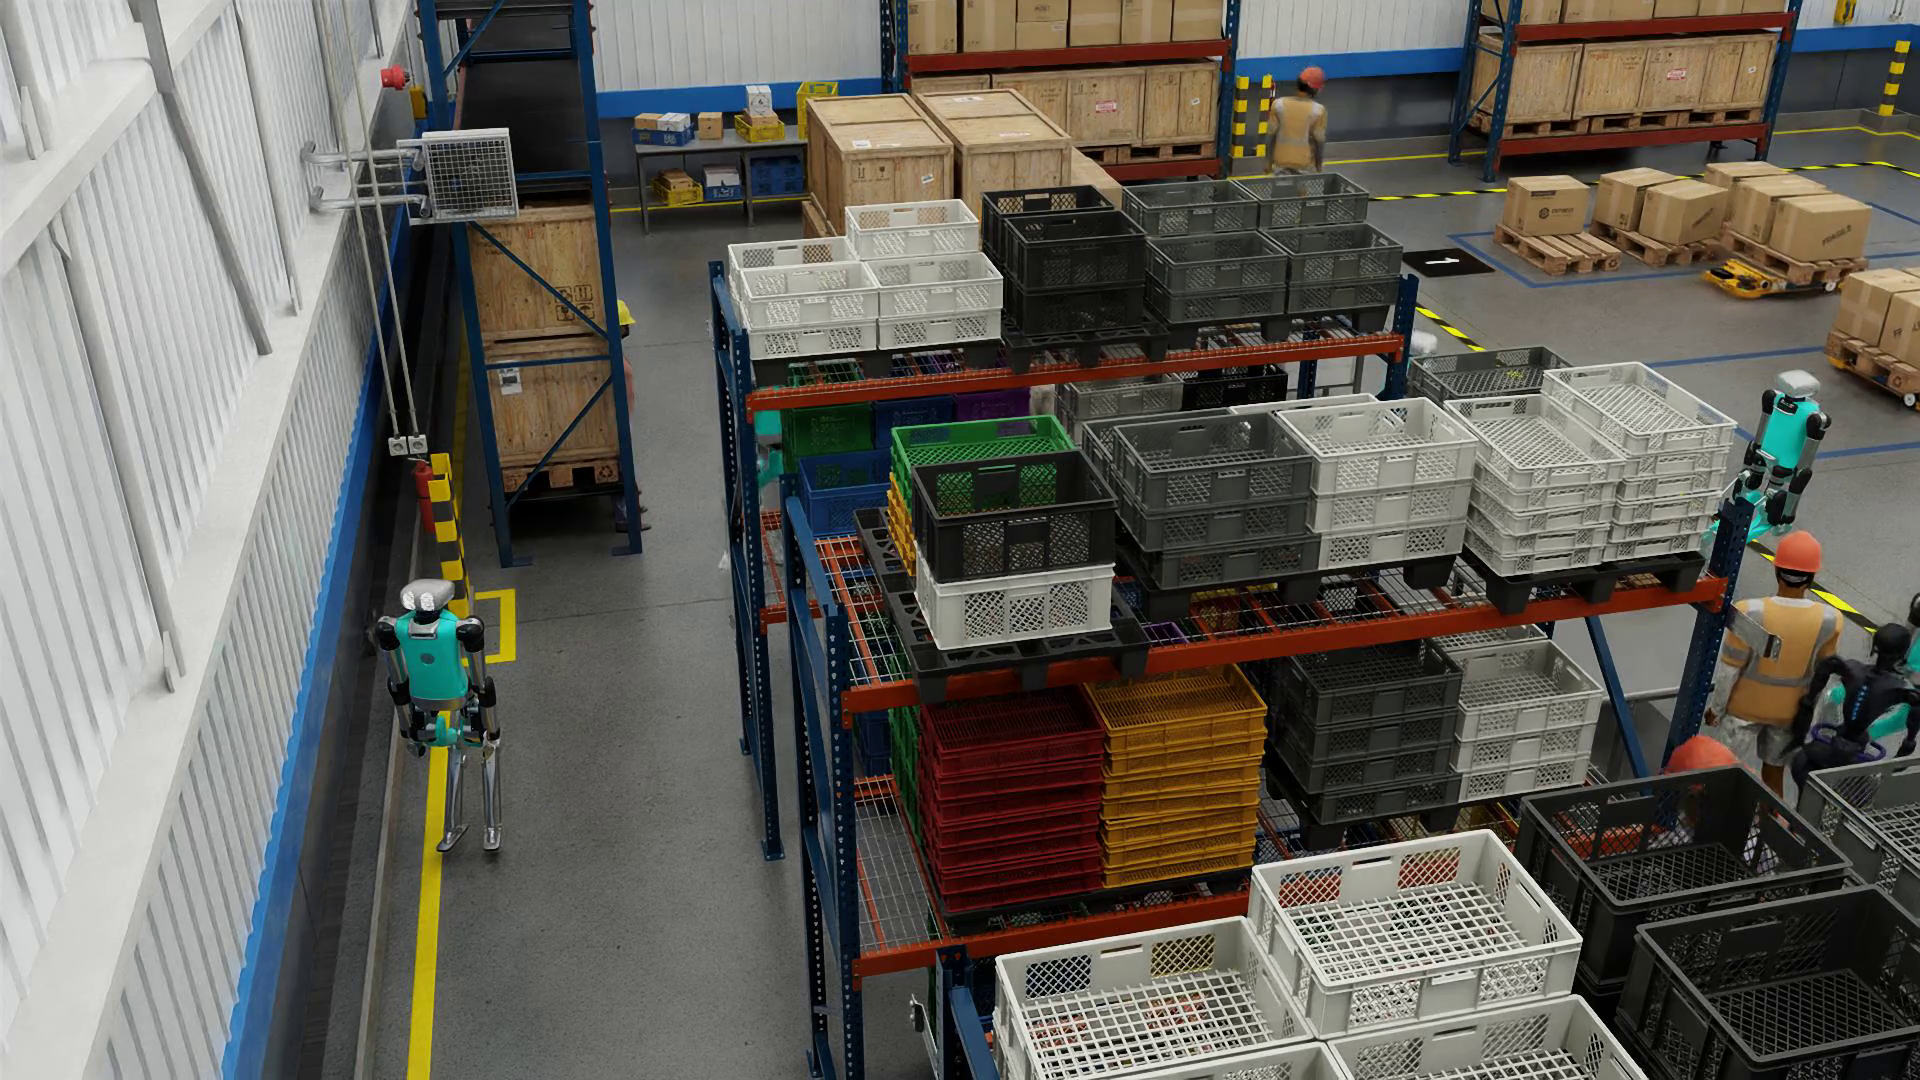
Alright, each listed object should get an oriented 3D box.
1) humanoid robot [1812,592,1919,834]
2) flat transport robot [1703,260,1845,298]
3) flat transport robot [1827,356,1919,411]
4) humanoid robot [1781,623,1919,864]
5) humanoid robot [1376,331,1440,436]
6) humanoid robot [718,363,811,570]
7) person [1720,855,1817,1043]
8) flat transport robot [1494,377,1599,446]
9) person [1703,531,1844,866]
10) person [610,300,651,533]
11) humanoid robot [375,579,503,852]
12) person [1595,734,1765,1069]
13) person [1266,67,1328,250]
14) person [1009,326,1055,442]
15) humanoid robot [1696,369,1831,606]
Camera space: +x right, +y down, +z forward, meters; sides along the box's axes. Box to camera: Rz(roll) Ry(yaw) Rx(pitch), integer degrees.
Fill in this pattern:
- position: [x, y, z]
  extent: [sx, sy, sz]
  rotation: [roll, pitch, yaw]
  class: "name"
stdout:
- position: [5.033, 0.756, 9.051]
  extent: [0.608, 1.753, 0.922]
  rotation: [-4, 28, -7]
  class: "humanoid robot"
- position: [8.558, -2.762, 17.258]
  extent: [1.431, 0.197, 0.652]
  rotation: [-6, 28, -12]
  class: "flat transport robot"
- position: [8.483, -1.447, 14.761]
  extent: [0.652, 0.197, 1.431]
  rotation: [-6, 28, -12]
  class: "flat transport robot"
- position: [4.476, 1.117, 8.449]
  extent: [0.604, 1.640, 0.616]
  rotation: [24, 36, 38]
  class: "humanoid robot"
- position: [2.881, -0.648, 11.778]
  extent: [0.827, 1.833, 0.552]
  rotation: [18, 33, 31]
  class: "humanoid robot"
- position: [-1.452, -0.614, 11.620]
  extent: [0.622, 1.760, 0.840]
  rotation: [-18, 33, -30]
  class: "humanoid robot"
- position: [3.428, 1.886, 6.894]
  extent: [0.570, 1.722, 0.490]
  rotation: [-14, 31, -25]
  class: "person"
- position: [4.780, -1.036, 14.013]
  extent: [0.659, 0.231, 1.431]
  rotation: [-6, 28, -12]
  class: "flat transport robot"
- position: [4.178, 0.845, 8.666]
  extent: [0.544, 1.927, 0.381]
  rotation: [5, 28, 10]
  class: "person"
- position: [-2.479, -0.907, 12.171]
  extent: [0.337, 1.761, 0.522]
  rotation: [-8, 29, -15]
  class: "person"
- position: [-2.623, 0.850, 8.718]
  extent: [0.533, 1.674, 0.735]
  rotation: [1, 28, 1]
  class: "humanoid robot"
- position: [2.916, 1.709, 6.923]
  extent: [0.628, 2.018, 0.427]
  rotation: [-7, 29, -13]
  class: "person"
- position: [3.603, -4.059, 17.917]
  extent: [0.638, 2.020, 0.383]
  rotation: [10, 29, 18]
  class: "person"
- position: [0.457, -0.635, 11.573]
  extent: [0.505, 1.838, 0.340]
  rotation: [19, 33, 31]
  class: "person"
- position: [5.108, -0.276, 10.850]
  extent: [0.735, 1.677, 0.533]
  rotation: [-7, 29, -13]
  class: "humanoid robot"
